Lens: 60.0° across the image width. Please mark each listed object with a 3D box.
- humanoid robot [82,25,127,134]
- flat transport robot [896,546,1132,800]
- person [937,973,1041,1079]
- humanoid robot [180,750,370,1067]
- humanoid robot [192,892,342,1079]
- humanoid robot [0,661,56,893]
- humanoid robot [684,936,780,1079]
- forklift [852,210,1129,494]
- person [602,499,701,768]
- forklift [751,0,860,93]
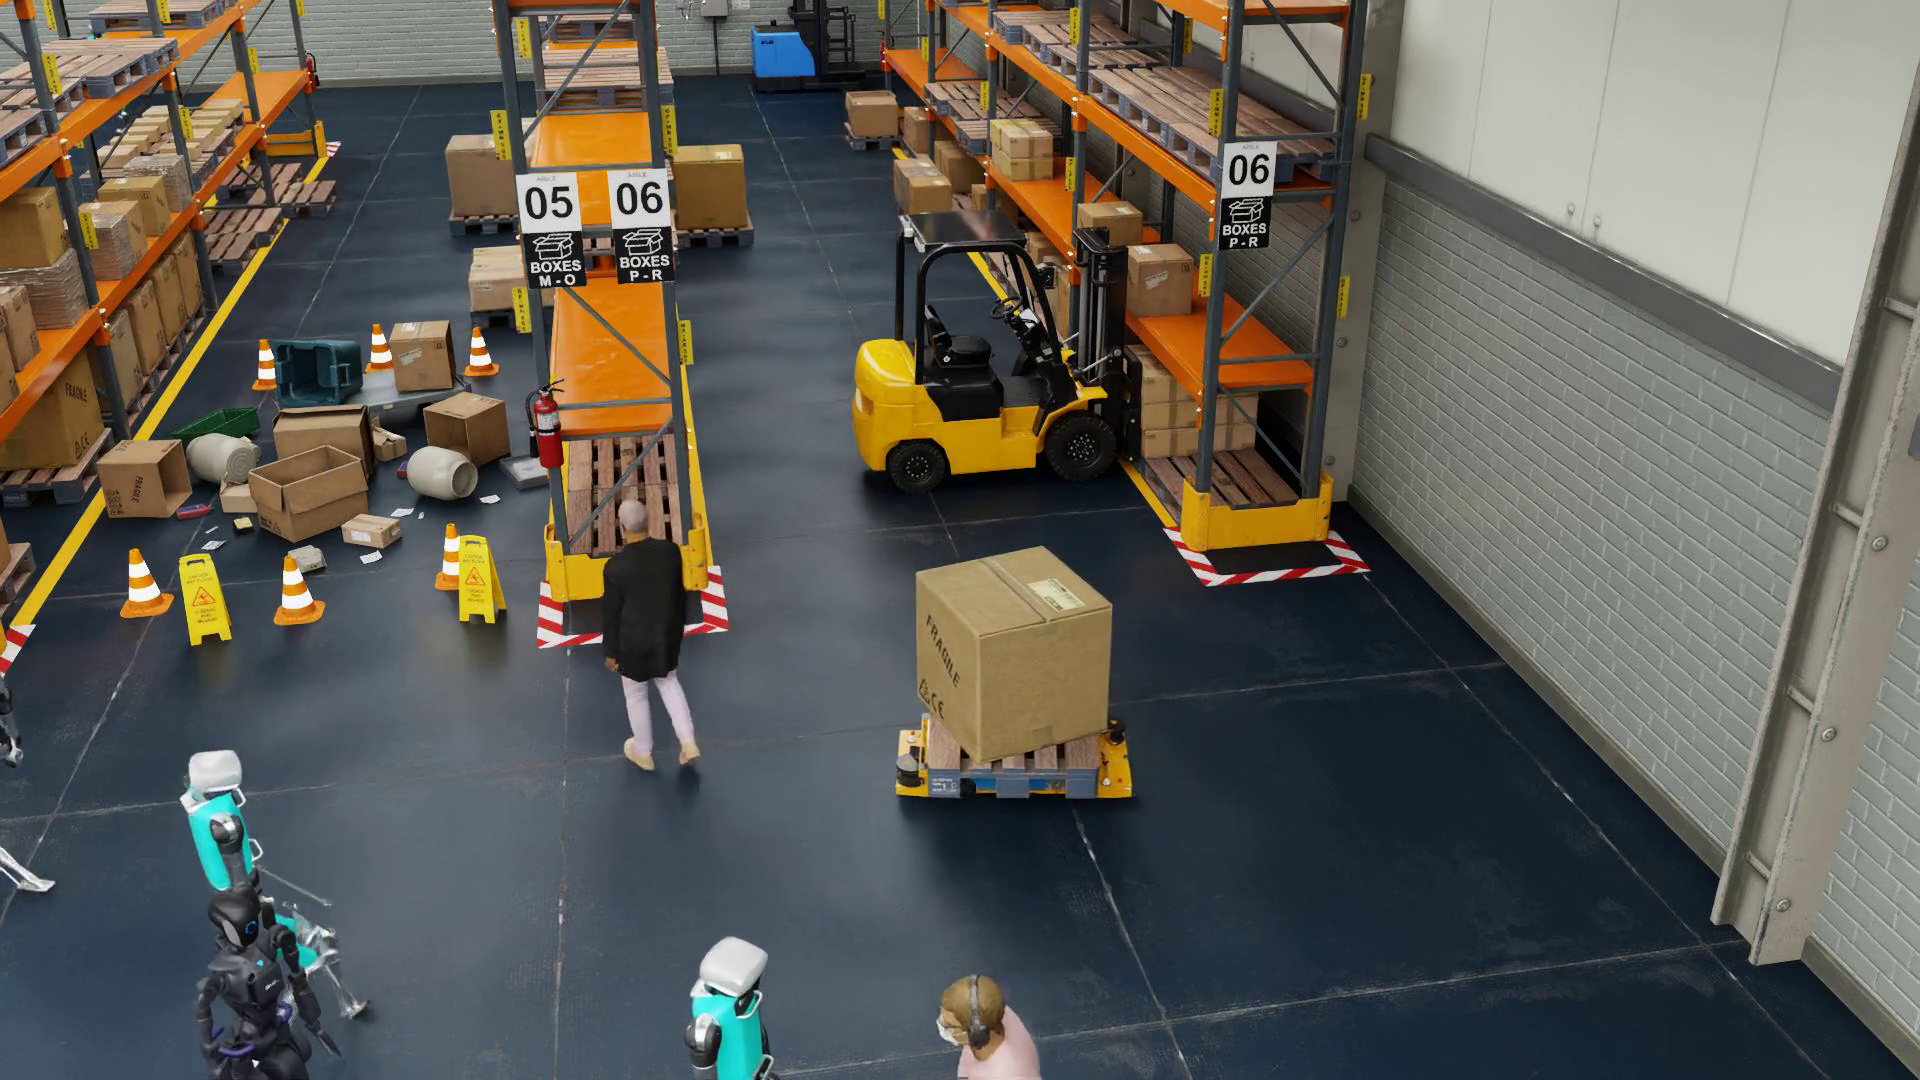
[{"bbox_3d":[-13.646,-7.322,26.705,0.548,1.791,0.889,-21,32,-36],"label":"humanoid robot"},{"bbox_3d":[0.329,1.343,10.331,1.431,0.231,0.659,0,26,1],"label":"flat transport robot"},{"bbox_3d":[0.267,2.392,6.284,0.820,1.896,0.647,1,26,1],"label":"person"},{"bbox_3d":[-3.154,1.718,7.946,0.806,1.833,0.567,-19,31,-34],"label":"humanoid robot"},{"bbox_3d":[-2.899,2.174,6.961,0.339,1.654,0.592,10,28,21],"label":"humanoid robot"},{"bbox_3d":[-5.529,1.157,9.082,1.033,1.770,0.548,10,27,20],"label":"humanoid robot"},{"bbox_3d":[-0.692,2.391,6.530,0.654,1.870,0.542,7,26,13],"label":"humanoid robot"},{"bbox_3d":[0.216,-1.659,14.366,2.313,2.155,1.214,-5,26,-10],"label":"forklift"},{"bbox_3d":[-1.899,0.600,10.064,0.560,1.844,0.512,-19,32,-34],"label":"person"},{"bbox_3d":[-2.872,-9.679,30.288,1.873,2.768,1.129,-5,26,-10],"label":"forklift"}]
